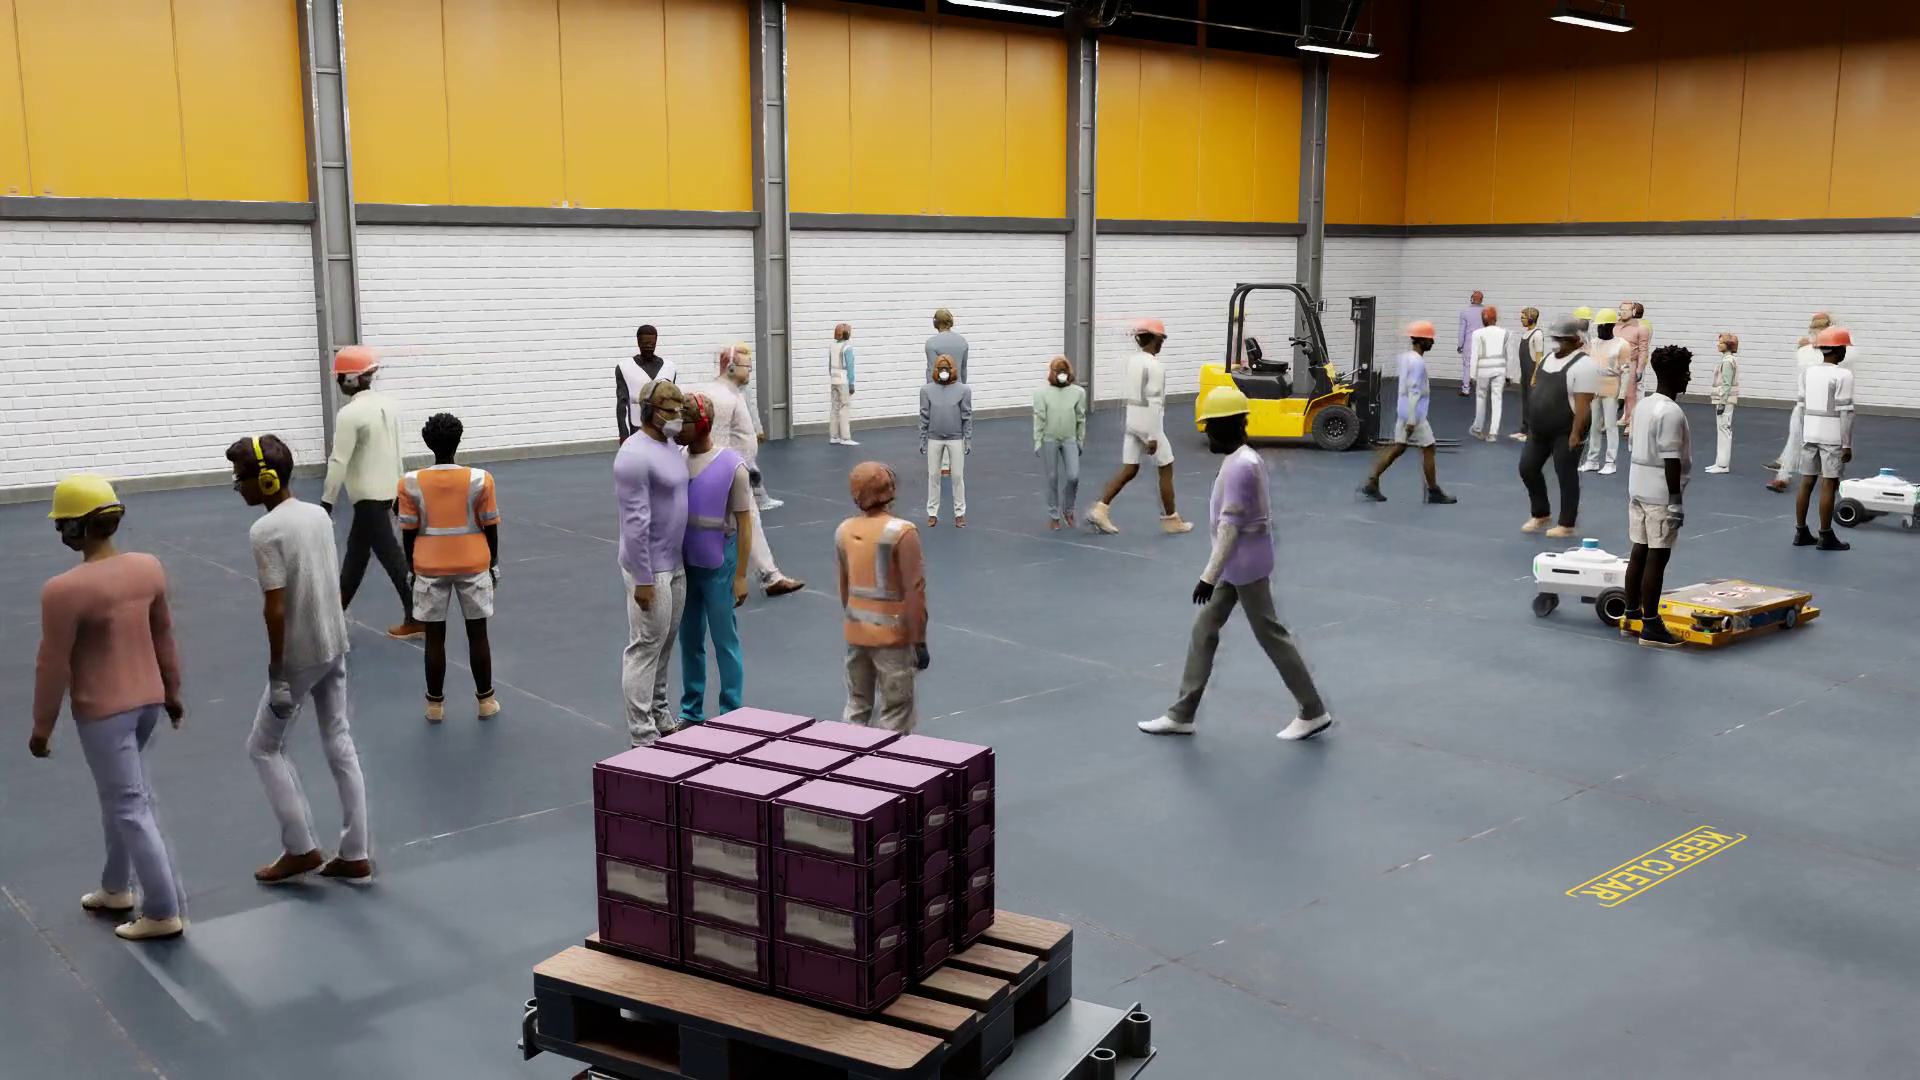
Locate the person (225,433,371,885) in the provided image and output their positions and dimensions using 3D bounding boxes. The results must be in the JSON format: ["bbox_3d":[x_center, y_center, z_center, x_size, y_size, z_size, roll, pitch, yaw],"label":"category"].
[{"bbox_3d":[-2.646,0.482,6.679,0.571,1.839,0.559,3,10,19],"label":"person"}]

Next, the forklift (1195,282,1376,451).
[{"bbox_3d":[4.328,-2.346,22.227,2.313,2.155,1.214,3,10,16],"label":"forklift"}]

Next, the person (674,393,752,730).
[{"bbox_3d":[-1.318,0.152,8.629,0.569,1.840,0.374,6,11,31],"label":"person"}]

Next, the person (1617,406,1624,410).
[{"bbox_3d":[11.044,-2.975,27.376,0.321,1.692,0.529,-8,13,-40],"label":"person"}]

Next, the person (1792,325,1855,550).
[{"bbox_3d":[7.496,-0.881,14.389,0.350,1.942,0.543,-3,10,-19],"label":"person"}]

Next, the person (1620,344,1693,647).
[{"bbox_3d":[4.576,-0.295,10.884,0.366,1.967,0.603,0,10,0],"label":"person"}]

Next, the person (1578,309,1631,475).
[{"bbox_3d":[7.493,-1.725,19.367,0.372,1.925,0.596,-5,11,-28],"label":"person"}]

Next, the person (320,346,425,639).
[{"bbox_3d":[-3.973,-0.303,10.979,1.022,1.936,0.630,1,10,6],"label":"person"}]

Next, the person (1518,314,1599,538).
[{"bbox_3d":[5.370,-1.030,14.971,0.555,2.000,0.699,-4,11,-23],"label":"person"}]

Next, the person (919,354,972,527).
[{"bbox_3d":[-0.135,-0.925,15.569,0.502,1.627,0.277,1,10,6],"label":"person"}]

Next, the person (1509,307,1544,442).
[{"bbox_3d":[7.784,-2.256,22.732,0.351,1.843,0.506,0,10,-1],"label":"person"}]

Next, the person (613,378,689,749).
[{"bbox_3d":[-1.517,0.154,8.355,0.370,1.934,0.627,1,10,8],"label":"person"}]

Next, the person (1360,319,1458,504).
[{"bbox_3d":[4.597,-1.308,17.039,0.957,1.906,0.555,0,10,3],"label":"person"}]

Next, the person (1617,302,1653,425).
[{"bbox_3d":[10.076,-2.632,24.932,0.619,1.845,0.430,-8,12,-38],"label":"person"}]

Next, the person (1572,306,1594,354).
[{"bbox_3d":[8.731,-2.385,23.521,0.404,1.827,0.600,9,13,43],"label":"person"}]

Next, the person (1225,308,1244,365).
[{"bbox_3d":[4.391,-2.852,26.579,0.893,1.720,0.535,4,11,23],"label":"person"}]

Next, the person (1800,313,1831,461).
[{"bbox_3d":[10.703,-1.896,20.679,0.579,1.836,1.031,9,13,42],"label":"person"}]

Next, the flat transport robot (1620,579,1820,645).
[{"bbox_3d":[5.199,0.473,11.341,1.431,0.197,0.652,-7,12,-37],"label":"flat transport robot"}]

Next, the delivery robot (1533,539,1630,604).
[{"bbox_3d":[4.395,0.234,11.640,0.707,0.478,0.477,5,11,29],"label":"delivery robot"}]

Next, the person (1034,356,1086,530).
[{"bbox_3d":[0.923,-0.885,15.361,0.505,1.616,0.434,-1,10,-6],"label":"person"}]

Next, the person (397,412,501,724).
[{"bbox_3d":[-2.756,0.156,9.026,0.535,1.699,0.318,-2,10,-13],"label":"person"}]

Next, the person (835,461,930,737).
[{"bbox_3d":[-0.372,0.463,7.494,0.319,1.622,0.598,-9,13,-41],"label":"person"}]

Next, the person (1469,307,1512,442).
[{"bbox_3d":[7.280,-2.281,22.890,0.618,1.830,0.950,0,10,-3],"label":"person"}]

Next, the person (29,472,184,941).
[{"bbox_3d":[-3.203,0.620,6.145,0.709,1.741,0.541,3,10,16],"label":"person"}]

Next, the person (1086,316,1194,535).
[{"bbox_3d":[1.626,-1.028,15.127,0.955,2.008,0.601,-5,11,-26],"label":"person"}]

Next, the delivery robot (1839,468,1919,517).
[{"bbox_3d":[8.613,-0.425,15.495,0.707,0.478,0.477,9,14,44],"label":"delivery robot"}]

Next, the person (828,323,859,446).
[{"bbox_3d":[-1.583,-2.086,22.330,0.310,1.638,0.523,-7,12,-36],"label":"person"}]

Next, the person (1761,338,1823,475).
[{"bbox_3d":[9.762,-1.542,19.247,0.827,1.585,0.510,3,10,16],"label":"person"}]

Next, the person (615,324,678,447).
[{"bbox_3d":[-2.852,-1.008,15.201,0.597,1.917,0.383,-7,12,-34],"label":"person"}]

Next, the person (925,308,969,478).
[{"bbox_3d":[-0.166,-1.684,19.107,0.630,1.935,0.366,-9,13,-44],"label":"person"}]

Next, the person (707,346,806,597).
[{"bbox_3d":[-1.598,-0.501,12.362,0.933,1.864,0.664,-1,10,-8],"label":"person"}]

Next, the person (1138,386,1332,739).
[{"bbox_3d":[1.495,0.134,8.704,1.016,1.876,0.587,0,10,1],"label":"person"}]

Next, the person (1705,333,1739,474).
[{"bbox_3d":[8.928,-1.597,19.443,0.306,1.645,0.522,4,11,24],"label":"person"}]

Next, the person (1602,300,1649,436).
[{"bbox_3d":[9.353,-2.422,23.501,0.407,1.913,0.641,-9,13,-42],"label":"person"}]

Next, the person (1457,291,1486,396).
[{"bbox_3d":[9.316,-3.549,30.097,0.647,1.913,0.409,0,10,-3],"label":"person"}]

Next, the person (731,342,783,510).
[{"bbox_3d":[-2.177,-1.093,16.354,0.923,1.690,0.493,-6,11,-31],"label":"person"}]

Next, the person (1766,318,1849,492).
[{"bbox_3d":[9.178,-1.432,17.824,1.038,1.876,0.632,-5,11,-27],"label":"person"}]
